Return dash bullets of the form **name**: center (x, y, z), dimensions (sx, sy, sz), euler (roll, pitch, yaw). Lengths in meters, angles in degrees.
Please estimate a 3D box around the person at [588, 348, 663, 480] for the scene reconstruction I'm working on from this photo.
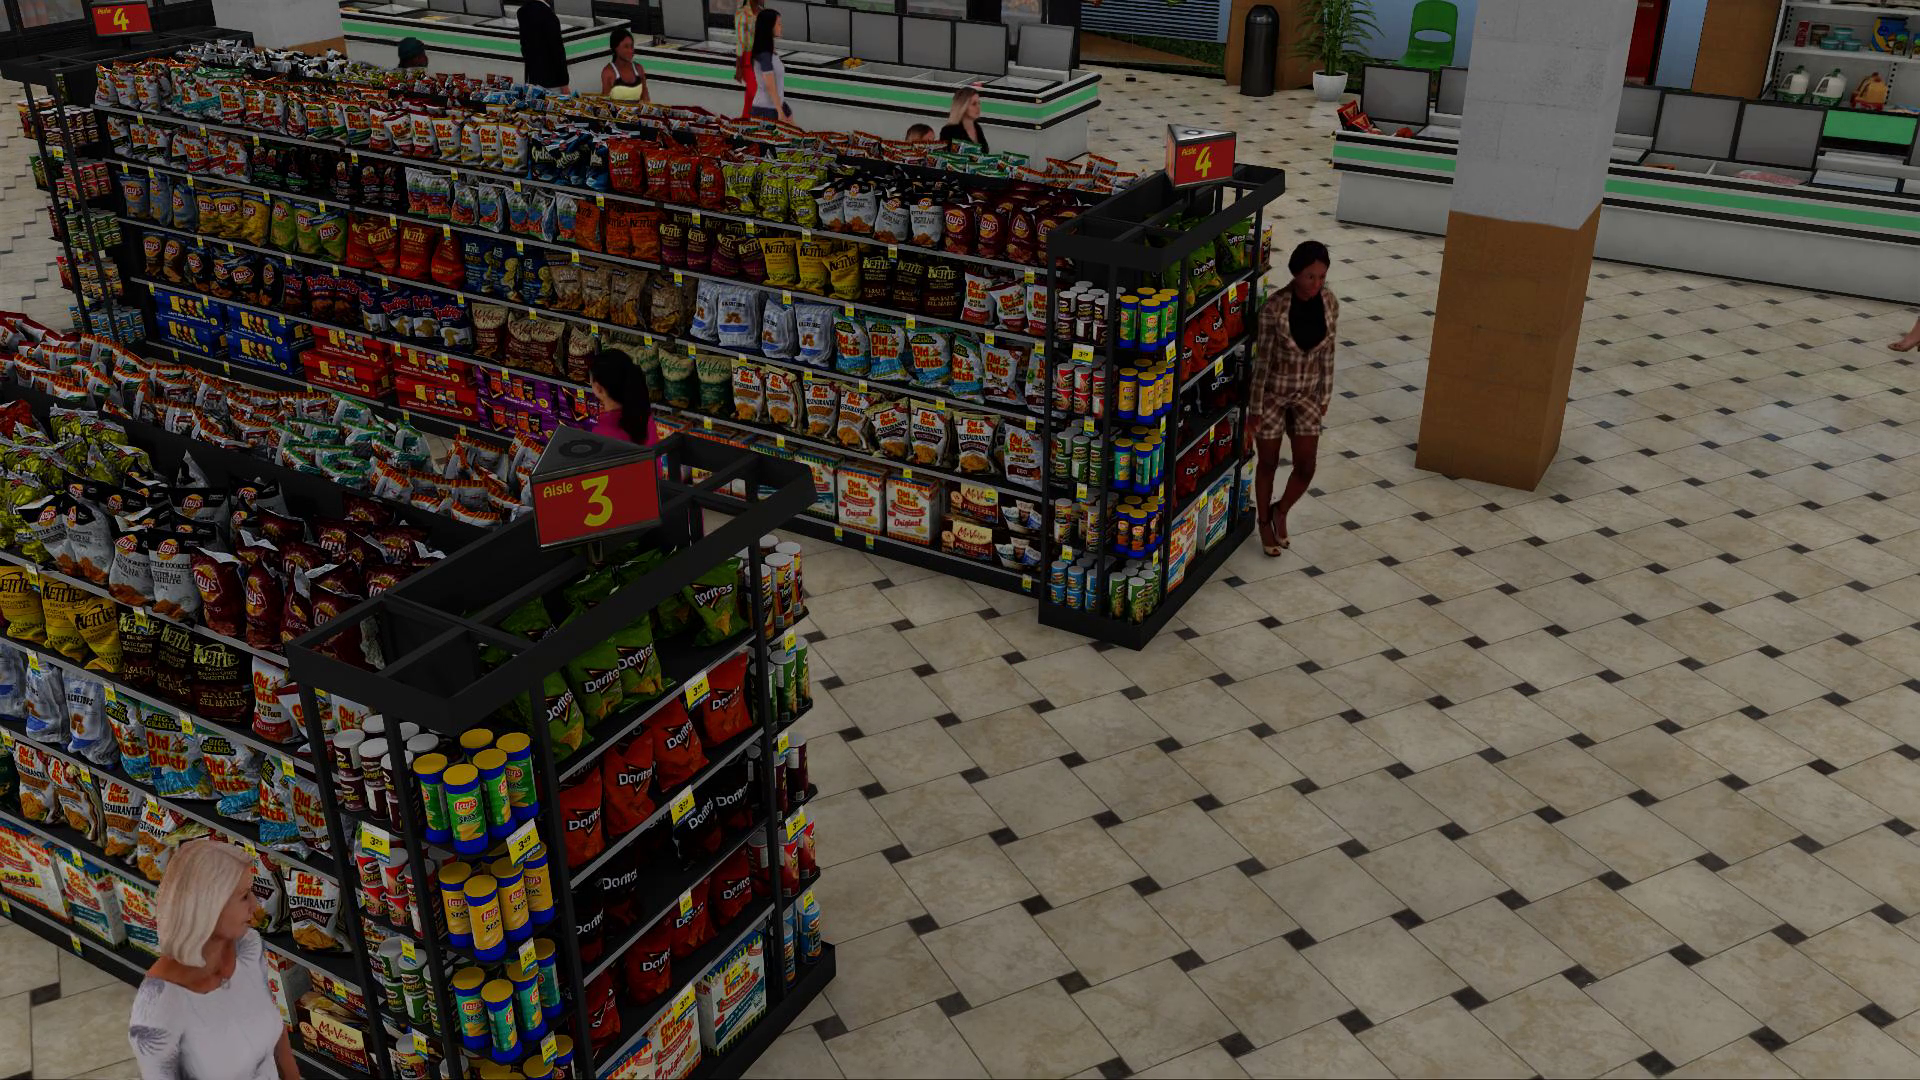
- **person**: center (-1.360, 0.008, 7.193), dimensions (1.035, 1.676, 0.635), euler (18, 32, 31)

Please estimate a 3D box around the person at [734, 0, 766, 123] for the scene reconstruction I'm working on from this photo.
- **person**: center (-2.034, -4.438, 15.868), dimensions (0.905, 1.761, 0.590), euler (14, 30, 26)

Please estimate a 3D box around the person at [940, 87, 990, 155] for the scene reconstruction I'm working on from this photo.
- **person**: center (-0.049, -2.397, 11.945), dimensions (0.923, 1.670, 0.718), euler (21, 33, 35)

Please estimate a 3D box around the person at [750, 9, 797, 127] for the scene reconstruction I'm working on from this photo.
- **person**: center (-1.776, -3.807, 14.733), dimensions (1.172, 1.662, 0.945), euler (0, 27, 1)

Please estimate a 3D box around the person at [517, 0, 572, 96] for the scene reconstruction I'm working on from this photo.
- **person**: center (-3.869, -4.340, 15.461), dimensions (0.588, 1.954, 0.808), euler (21, 33, 35)

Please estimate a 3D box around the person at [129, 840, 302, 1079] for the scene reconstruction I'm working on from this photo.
- **person**: center (-1.902, 1.512, 4.183), dimensions (0.685, 1.717, 0.700), euler (8, 28, 15)

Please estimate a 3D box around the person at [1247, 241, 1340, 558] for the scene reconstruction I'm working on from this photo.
- **person**: center (1.652, -0.715, 8.527), dimensions (0.756, 1.760, 0.825), euler (-2, 27, -5)

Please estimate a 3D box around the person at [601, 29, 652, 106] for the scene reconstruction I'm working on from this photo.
- **person**: center (-2.792, -3.314, 13.705), dimensions (0.852, 1.713, 1.201), euler (-22, 34, -36)
